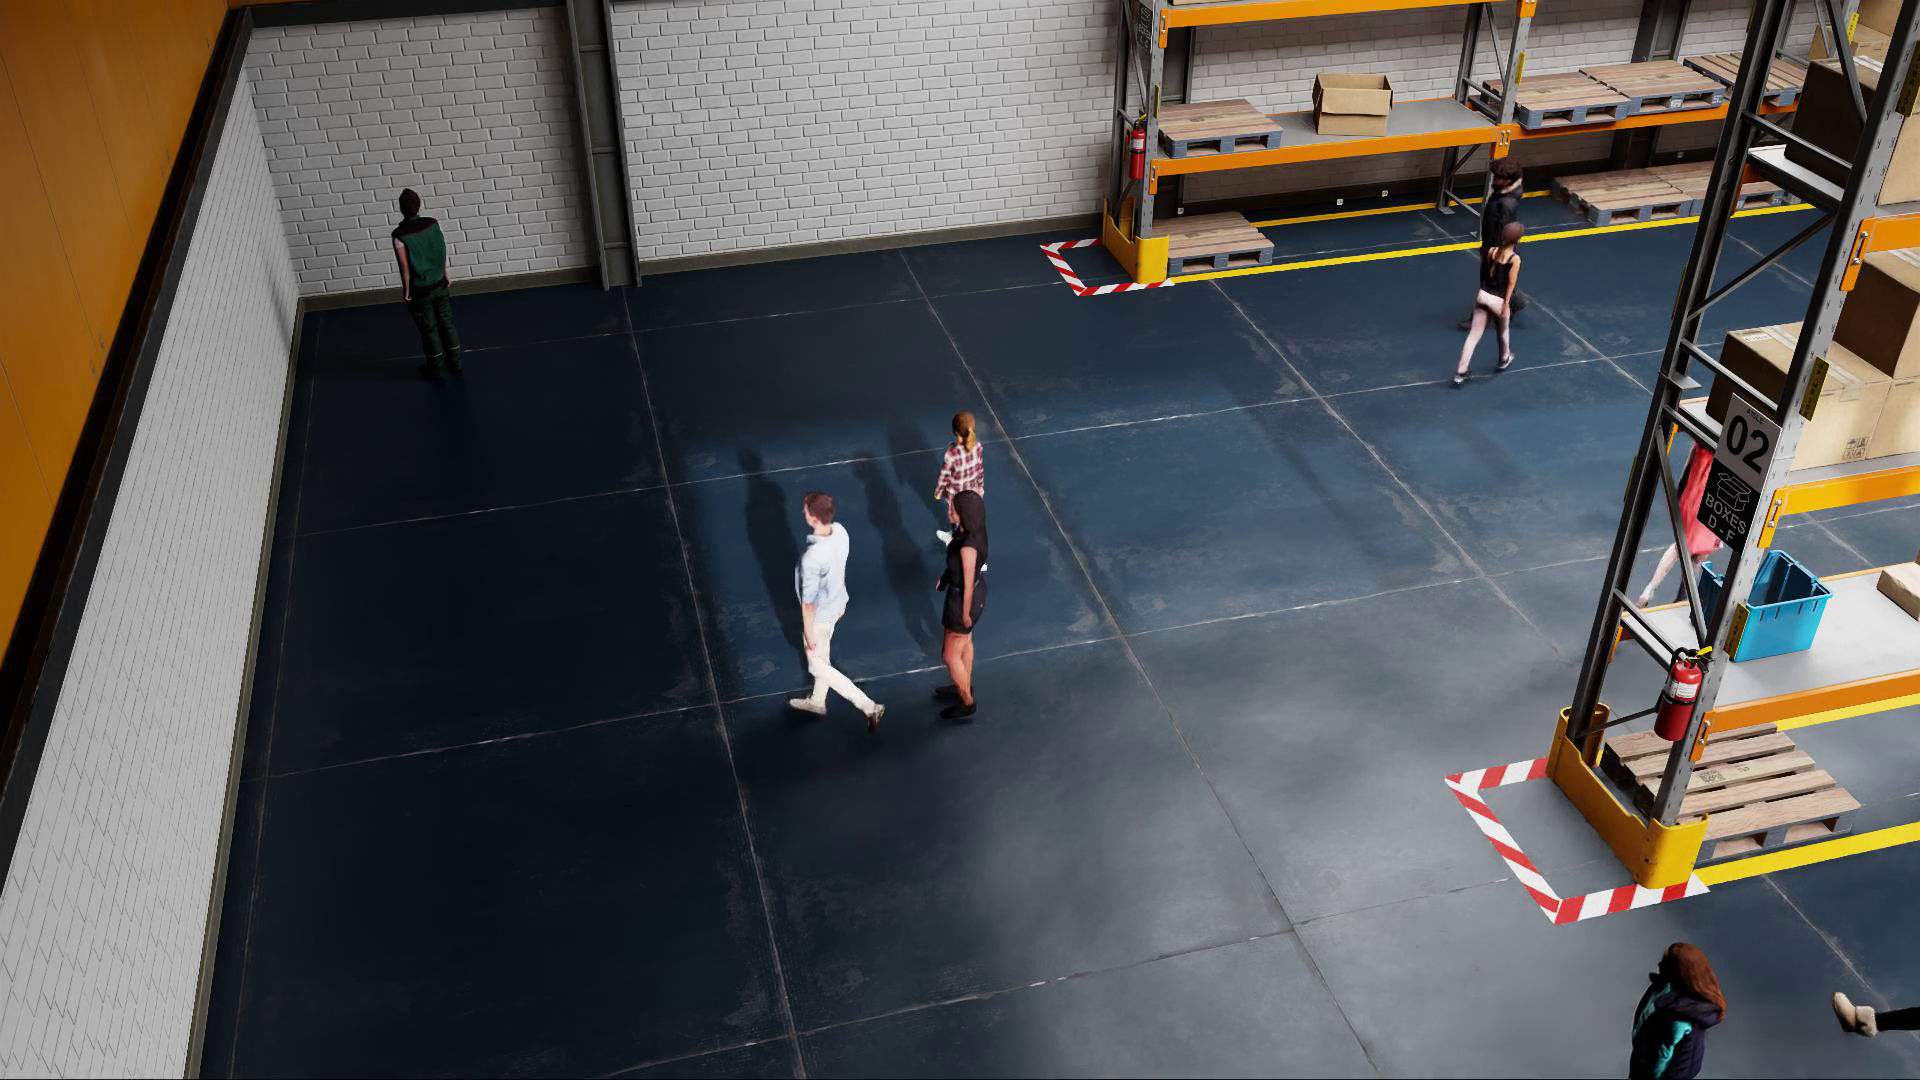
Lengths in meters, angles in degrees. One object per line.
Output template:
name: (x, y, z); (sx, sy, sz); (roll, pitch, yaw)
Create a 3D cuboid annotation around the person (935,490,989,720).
person: (0.089, 0.411, 11.179); (0.681, 1.734, 0.695); (1, 34, 1)

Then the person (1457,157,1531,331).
person: (5.262, -2.841, 16.054); (1.013, 1.754, 0.856); (2, 34, 4)

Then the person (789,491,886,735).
person: (-0.827, 0.506, 10.951); (1.134, 1.829, 1.031); (14, 36, 20)

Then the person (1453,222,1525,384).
person: (4.831, -2.136, 15.210); (0.878, 1.513, 1.098); (28, 42, 35)

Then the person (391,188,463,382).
person: (-4.892, -2.343, 15.224); (0.795, 1.842, 0.695); (27, 42, 34)

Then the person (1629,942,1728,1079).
person: (3.445, 2.544, 8.184); (0.724, 1.497, 0.676); (11, 35, 17)

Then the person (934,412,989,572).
person: (0.047, -0.348, 12.727); (0.922, 1.284, 0.857); (-28, 42, -35)

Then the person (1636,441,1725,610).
person: (5.216, -0.112, 11.893); (0.854, 1.815, 0.734); (-19, 38, -26)
